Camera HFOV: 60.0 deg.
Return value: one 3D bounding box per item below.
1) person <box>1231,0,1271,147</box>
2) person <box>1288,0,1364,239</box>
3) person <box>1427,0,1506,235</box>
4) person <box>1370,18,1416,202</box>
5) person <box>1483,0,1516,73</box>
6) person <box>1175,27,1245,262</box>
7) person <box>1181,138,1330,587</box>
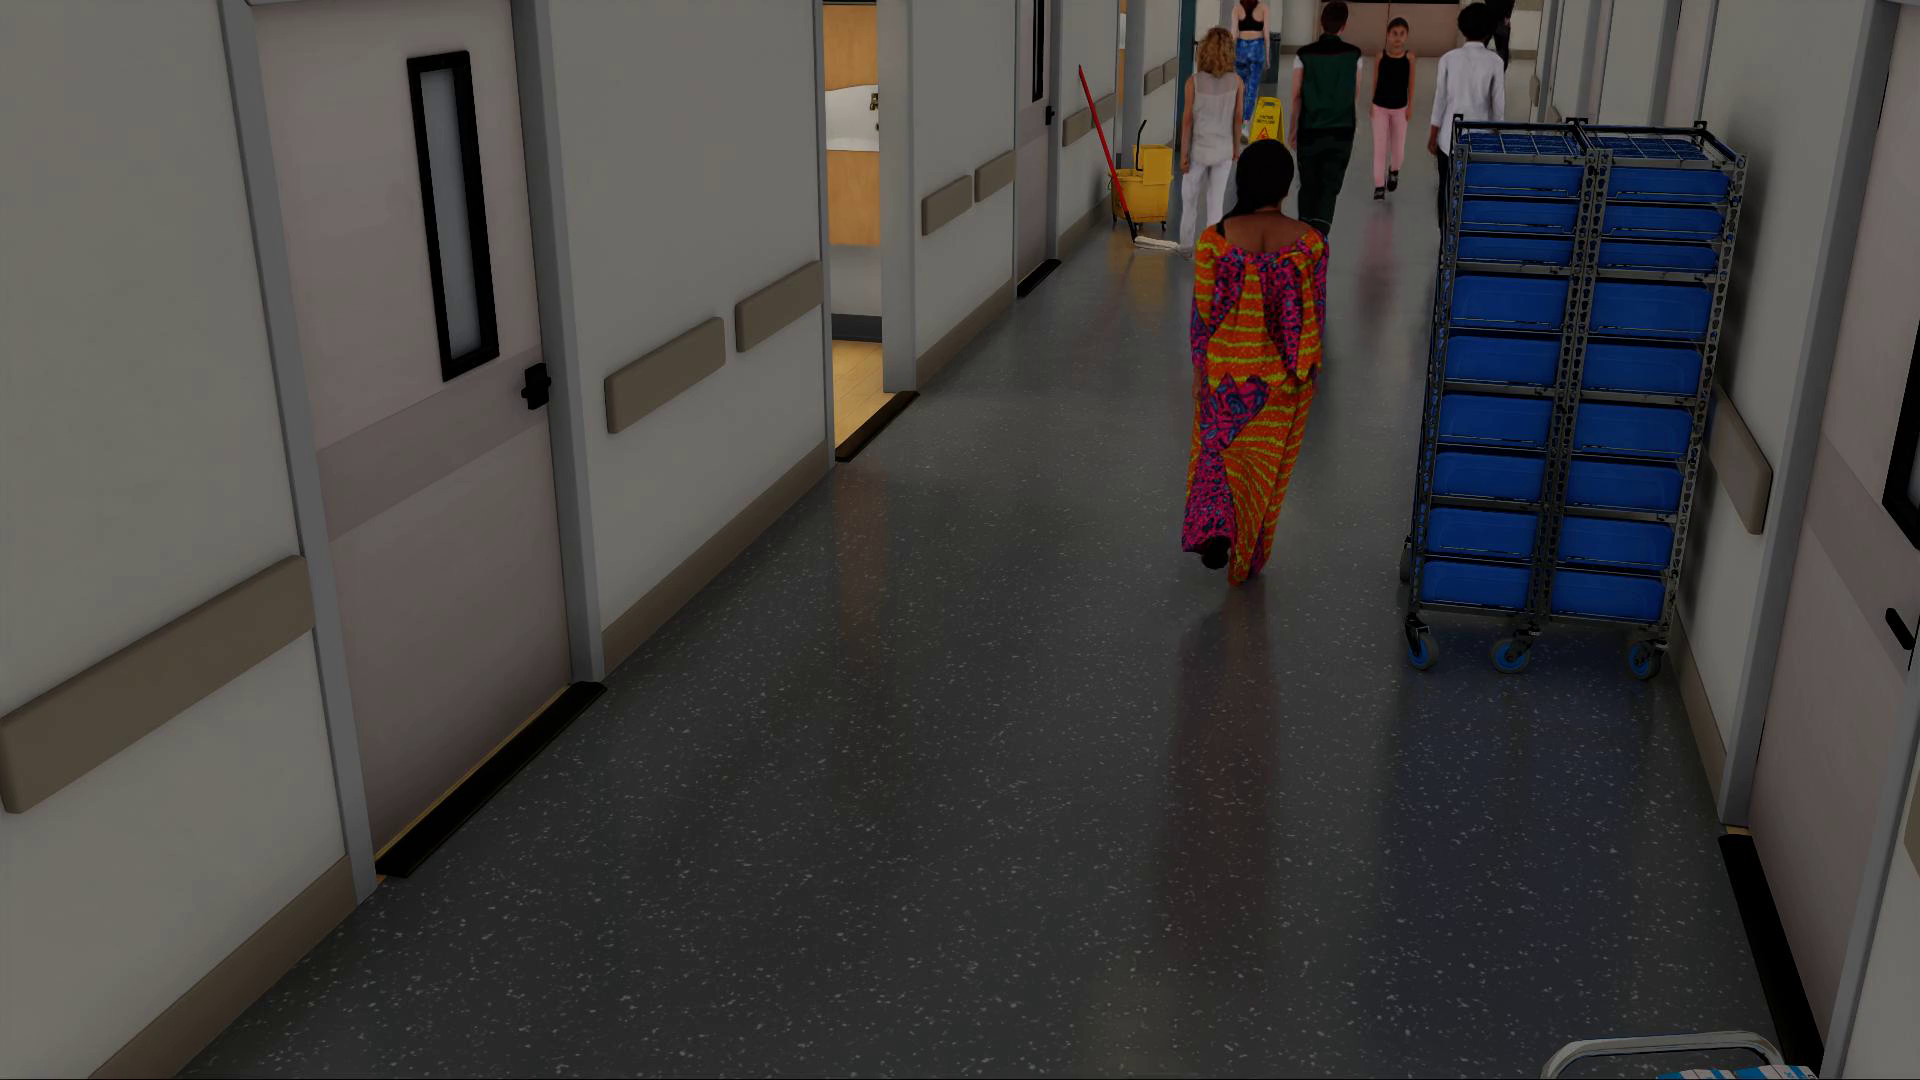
[{"bbox_3d":[3.088,-5.080,17.763,0.612,1.746,1.206,7,22,18],"label":"person"},{"bbox_3d":[2.597,-2.847,11.811,0.641,1.787,1.153,5,21,13],"label":"person"},{"bbox_3d":[3.644,-2.925,12.038,0.700,1.772,1.056,7,22,17],"label":"person"},{"bbox_3d":[3.753,-3.750,14.534,0.503,1.547,0.817,5,21,14],"label":"person"},{"bbox_3d":[7.761,-7.485,23.901,1.053,1.896,0.969,-16,26,-35],"label":"person"},{"bbox_3d":[1.758,-2.683,11.571,0.762,1.648,0.953,-1,21,-2],"label":"person"},{"bbox_3d":[1.075,-0.631,6.105,0.674,1.668,0.847,3,21,9],"label":"person"}]
